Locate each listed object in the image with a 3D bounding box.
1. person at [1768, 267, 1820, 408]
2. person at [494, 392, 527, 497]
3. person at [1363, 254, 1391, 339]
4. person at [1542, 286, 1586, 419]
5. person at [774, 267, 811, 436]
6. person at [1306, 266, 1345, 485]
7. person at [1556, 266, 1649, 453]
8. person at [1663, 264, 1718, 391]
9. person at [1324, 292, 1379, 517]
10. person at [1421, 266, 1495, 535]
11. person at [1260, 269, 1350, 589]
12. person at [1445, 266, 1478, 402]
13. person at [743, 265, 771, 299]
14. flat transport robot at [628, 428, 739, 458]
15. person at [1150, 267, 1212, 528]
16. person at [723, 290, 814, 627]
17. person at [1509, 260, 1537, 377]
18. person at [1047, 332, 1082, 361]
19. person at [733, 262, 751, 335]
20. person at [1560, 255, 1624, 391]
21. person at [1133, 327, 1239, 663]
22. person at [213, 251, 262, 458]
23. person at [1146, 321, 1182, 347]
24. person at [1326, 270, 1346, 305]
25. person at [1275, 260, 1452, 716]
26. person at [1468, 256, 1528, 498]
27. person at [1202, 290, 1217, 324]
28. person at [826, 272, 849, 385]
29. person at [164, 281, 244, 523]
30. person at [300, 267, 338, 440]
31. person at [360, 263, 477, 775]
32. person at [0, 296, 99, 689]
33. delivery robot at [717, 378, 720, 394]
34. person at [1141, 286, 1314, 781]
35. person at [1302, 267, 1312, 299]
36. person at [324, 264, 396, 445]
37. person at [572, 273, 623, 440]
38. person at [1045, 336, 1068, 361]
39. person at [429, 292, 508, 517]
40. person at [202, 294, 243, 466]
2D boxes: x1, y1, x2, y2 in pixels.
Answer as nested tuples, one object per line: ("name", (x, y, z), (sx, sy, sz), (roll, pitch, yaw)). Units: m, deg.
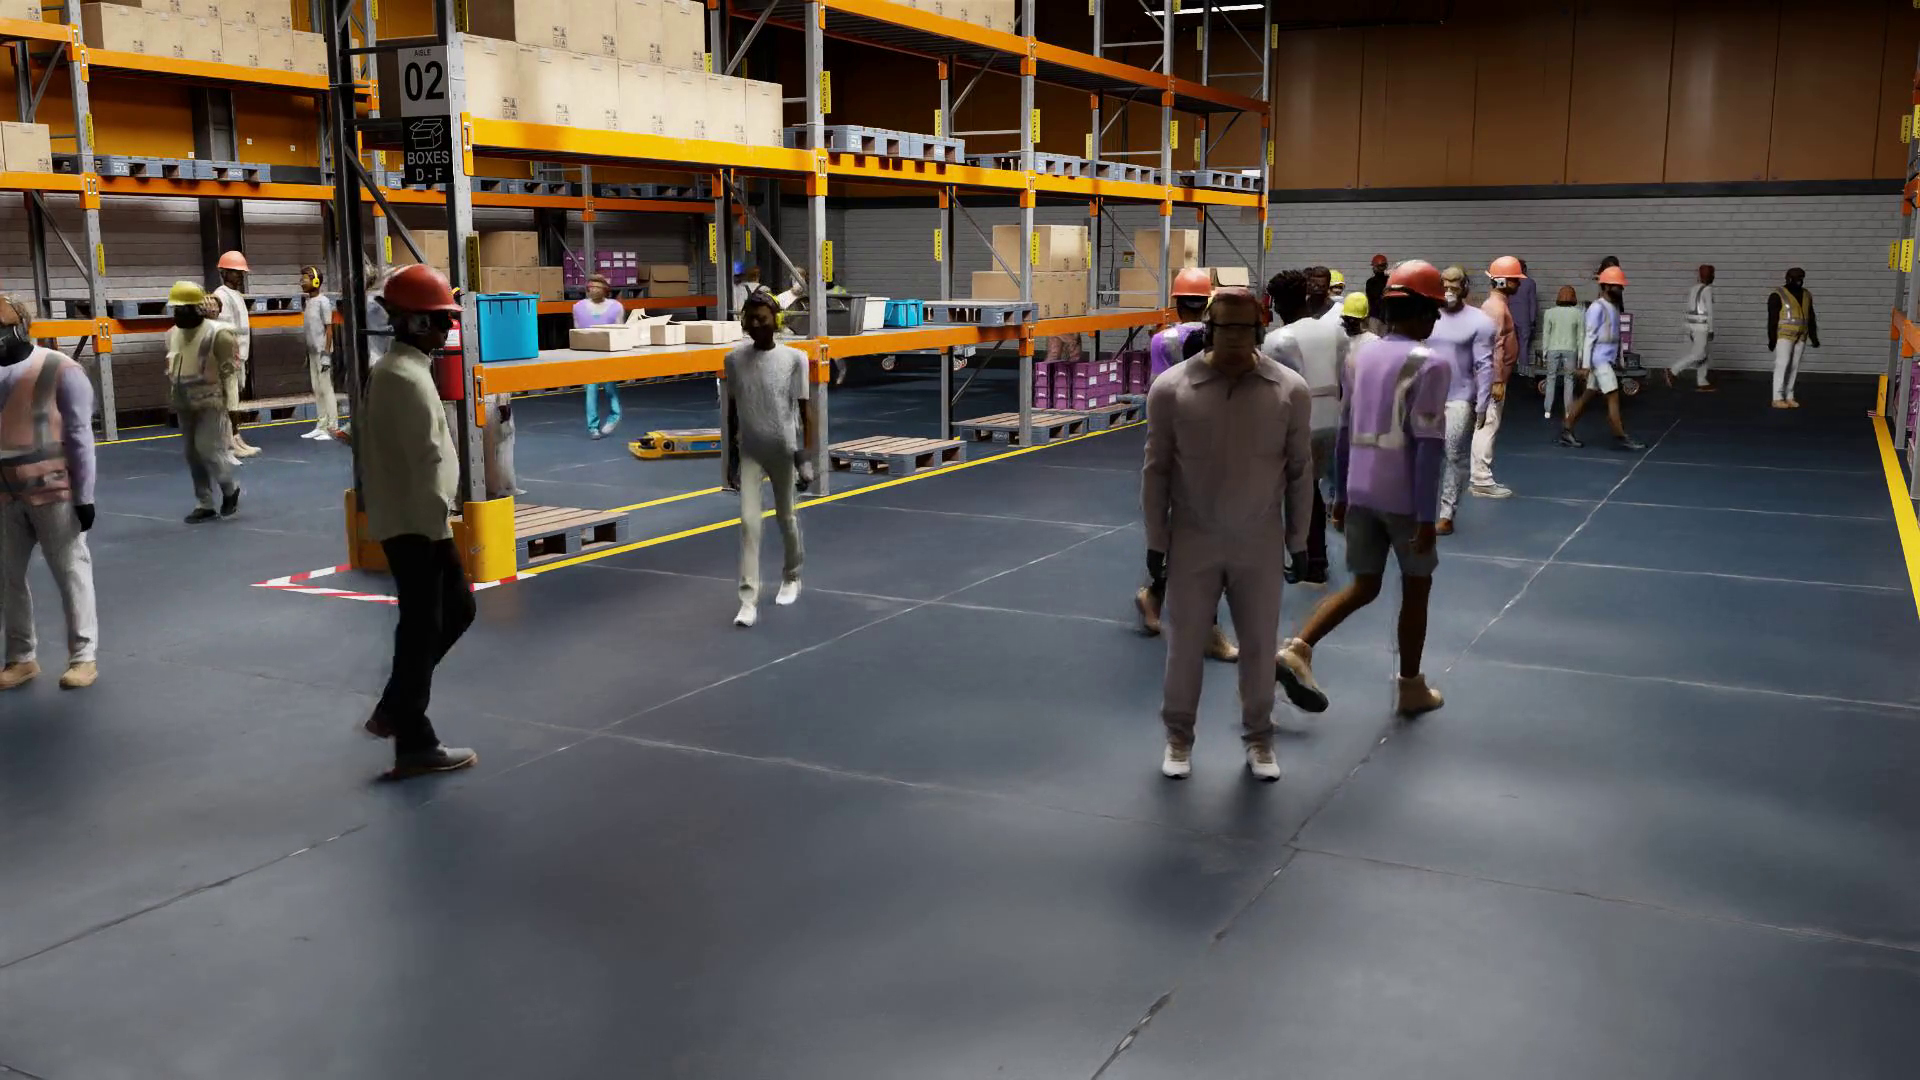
("person", (10.890, -2.651, 21.806), (0.638, 1.840, 0.432), (-3, 10, -18))
("person", (-3.897, -1.128, 13.619), (0.522, 1.618, 0.622), (6, 11, 30))
("person", (6.776, -3.620, 26.964), (0.622, 1.992, 0.396), (-6, 11, -31))
("person", (7.371, -2.290, 20.338), (0.494, 1.624, 0.279), (4, 11, 22))
("person", (-1.780, -2.107, 18.595), (0.644, 1.877, 1.025), (0, 10, 0))
("person", (3.040, -1.399, 14.354), (0.629, 1.901, 0.673), (6, 11, 30))
("person", (6.606, -1.854, 17.069), (0.985, 1.889, 0.562), (8, 13, 40))
("person", (10.702, -3.079, 24.241), (0.746, 1.863, 0.586), (1, 10, 5))
("person", (2.937, -1.030, 12.724), (0.594, 1.725, 0.452), (7, 12, 36))
("person", (3.412, -0.964, 11.776), (0.661, 1.923, 0.672), (6, 12, 33))
("person", (2.078, -0.679, 10.145), (0.653, 1.923, 0.648), (-5, 11, -26))
("person", (6.843, -2.805, 22.677), (0.600, 1.862, 1.054), (-7, 12, -36))
("person", (-3.017, -3.165, 24.778), (0.506, 1.843, 0.346), (3, 10, 16))
("flat transport robot", (-2.563, -0.988, 16.712), (1.431, 0.197, 0.652), (-4, 11, -21))
("person", (1.346, -0.624, 9.788), (0.551, 1.934, 0.373), (-3, 10, -18))
("person", (-1.061, -0.475, 9.274), (0.540, 1.823, 0.971), (1, 10, 7))
("person", (9.143, -3.628, 27.265), (0.638, 1.911, 0.406), (7, 12, 37))
("person", (1.518, -2.941, 23.410), (0.663, 1.855, 0.979), (7, 12, 37))
("person", (-3.267, -3.196, 24.823), (0.640, 1.881, 1.063), (2, 10, 12))
("person", (9.418, -3.234, 24.597), (0.684, 2.000, 0.934), (-7, 12, -37))
("person", (1.160, -0.253, 8.424), (0.532, 1.665, 0.793), (-9, 13, -42))
("person", (-7.171, -1.832, 16.482), (0.395, 2.040, 0.609), (-2, 10, -10))
("person", (3.050, -3.201, 25.101), (0.761, 1.804, 0.541), (-1, 10, -3))
("person", (4.089, -2.040, 18.289), (0.601, 1.830, 0.403), (-6, 12, -32))
("person", (1.763, -0.196, 7.145), (0.832, 2.004, 0.657), (-6, 11, -30))
("person", (4.469, -1.354, 13.844), (0.397, 1.992, 0.623), (2, 10, 12))
("person", (2.049, -1.136, 13.355), (0.508, 1.715, 0.424), (1, 10, 4))
("person", (-1.886, -3.086, 24.425), (0.627, 1.818, 0.717), (2, 10, 12))
("person", (-5.692, -1.023, 12.436), (0.617, 1.813, 0.425), (4, 10, 20))
("person", (-6.970, -2.014, 18.030), (0.328, 1.872, 0.514), (-10, 14, -44))
("person", (-2.070, -0.063, 6.405), (0.426, 1.976, 0.629), (-4, 10, -20))
("person", (-4.318, -0.205, 7.709), (0.633, 1.826, 0.437), (1, 10, 4))
("delivery robot", (-2.840, -2.055, 21.800), (0.477, 0.478, 0.707), (9, 13, 42))
("person", (1.020, -0.013, 6.376), (0.657, 1.899, 0.396), (1, 10, 3))
("person", (4.071, -2.276, 19.609), (0.567, 1.842, 0.809), (3, 10, 15))
("person", (-6.281, -1.943, 17.534), (0.996, 1.887, 0.659), (-8, 12, -37))
("person", (-3.957, -2.025, 18.283), (0.563, 1.813, 0.832), (-1, 10, -6))
("person", (1.520, -3.409, 25.941), (0.594, 1.925, 0.376), (3, 10, 15))
("person", (-3.636, -1.033, 12.317), (0.574, 1.883, 0.355), (-2, 10, -11))
("person", (-7.044, -1.501, 15.722), (0.314, 1.641, 0.515), (10, 14, 44))
